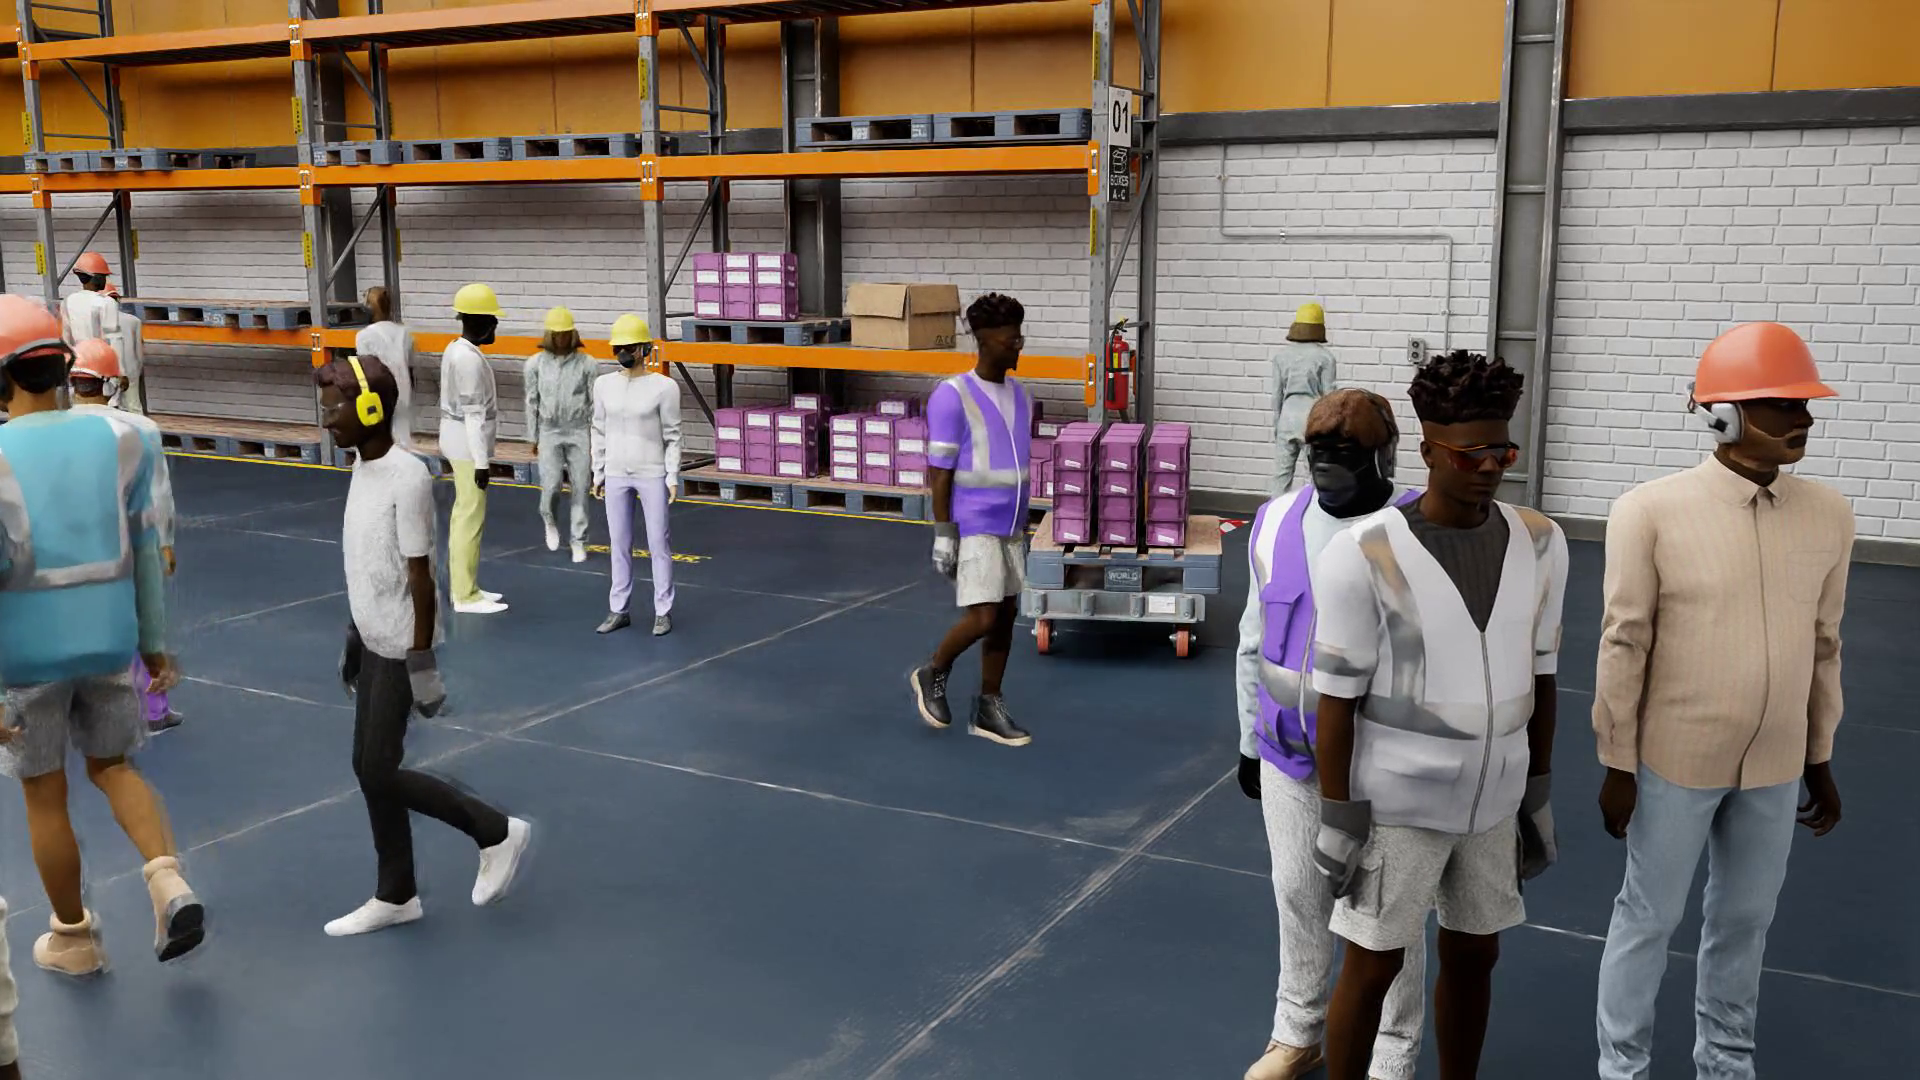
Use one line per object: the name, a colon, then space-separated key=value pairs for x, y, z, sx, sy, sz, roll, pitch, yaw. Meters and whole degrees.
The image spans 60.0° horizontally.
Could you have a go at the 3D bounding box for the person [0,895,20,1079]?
person: x=-1.658 y=0.852 z=2.579 sx=0.332 sy=1.760 sz=0.525 roll=2 pitch=11 yaw=12

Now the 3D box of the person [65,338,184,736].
person: x=-3.711 y=0.001 z=7.254 sx=0.563 sy=1.752 sz=0.325 roll=-2 pitch=11 yaw=-12

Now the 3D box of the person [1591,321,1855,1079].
person: x=1.765 y=0.497 z=3.866 sx=0.614 sy=1.997 sz=0.374 roll=-2 pitch=11 yaw=-10

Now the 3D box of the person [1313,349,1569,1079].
person: x=1.049 y=0.558 z=3.662 sx=0.606 sy=1.957 sz=0.385 roll=-3 pitch=11 yaw=-17

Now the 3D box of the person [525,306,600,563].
person: x=-2.652 y=-0.706 z=11.188 sx=0.501 sy=1.729 sz=0.452 roll=-3 pitch=11 yaw=-16

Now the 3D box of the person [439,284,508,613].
person: x=-2.826 y=-0.530 z=9.733 sx=0.413 sy=1.919 sz=0.589 roll=-4 pitch=11 yaw=-22

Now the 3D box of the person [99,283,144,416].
person: x=-8.222 y=-1.626 z=16.199 sx=0.342 sy=1.743 sz=0.561 roll=6 pitch=12 yaw=29

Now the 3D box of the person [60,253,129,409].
person: x=-7.710 y=-1.542 z=14.919 sx=0.616 sy=2.041 sz=0.377 roll=4 pitch=11 yaw=19

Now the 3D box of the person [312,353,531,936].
person: x=-1.735 y=0.333 z=5.218 sx=0.534 sy=1.842 sz=0.523 roll=-7 pitch=12 yaw=-33

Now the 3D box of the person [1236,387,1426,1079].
person: x=0.944 y=0.537 z=4.109 sx=0.628 sy=1.835 sz=0.430 roll=9 pitch=14 yaw=41

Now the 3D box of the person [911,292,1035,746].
person: x=0.089 y=-0.080 z=7.130 sx=0.481 sy=1.954 sz=0.619 roll=9 pitch=14 yaw=42

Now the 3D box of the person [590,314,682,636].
person: x=-1.783 y=-0.350 z=9.145 sx=0.522 sy=1.768 sz=0.312 roll=2 pitch=11 yaw=11

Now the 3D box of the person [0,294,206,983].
person: x=-2.532 y=0.319 z=4.757 sx=0.581 sy=2.029 sz=0.633 roll=7 pitch=13 yaw=35

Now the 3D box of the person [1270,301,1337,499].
person: x=2.416 y=-0.797 z=11.667 sx=0.492 sy=1.742 sz=0.318 roll=7 pitch=13 yaw=35

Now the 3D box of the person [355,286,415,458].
person: x=-4.312 y=-0.973 z=12.400 sx=0.716 sy=1.817 sz=0.519 roll=8 pitch=13 yaw=37
